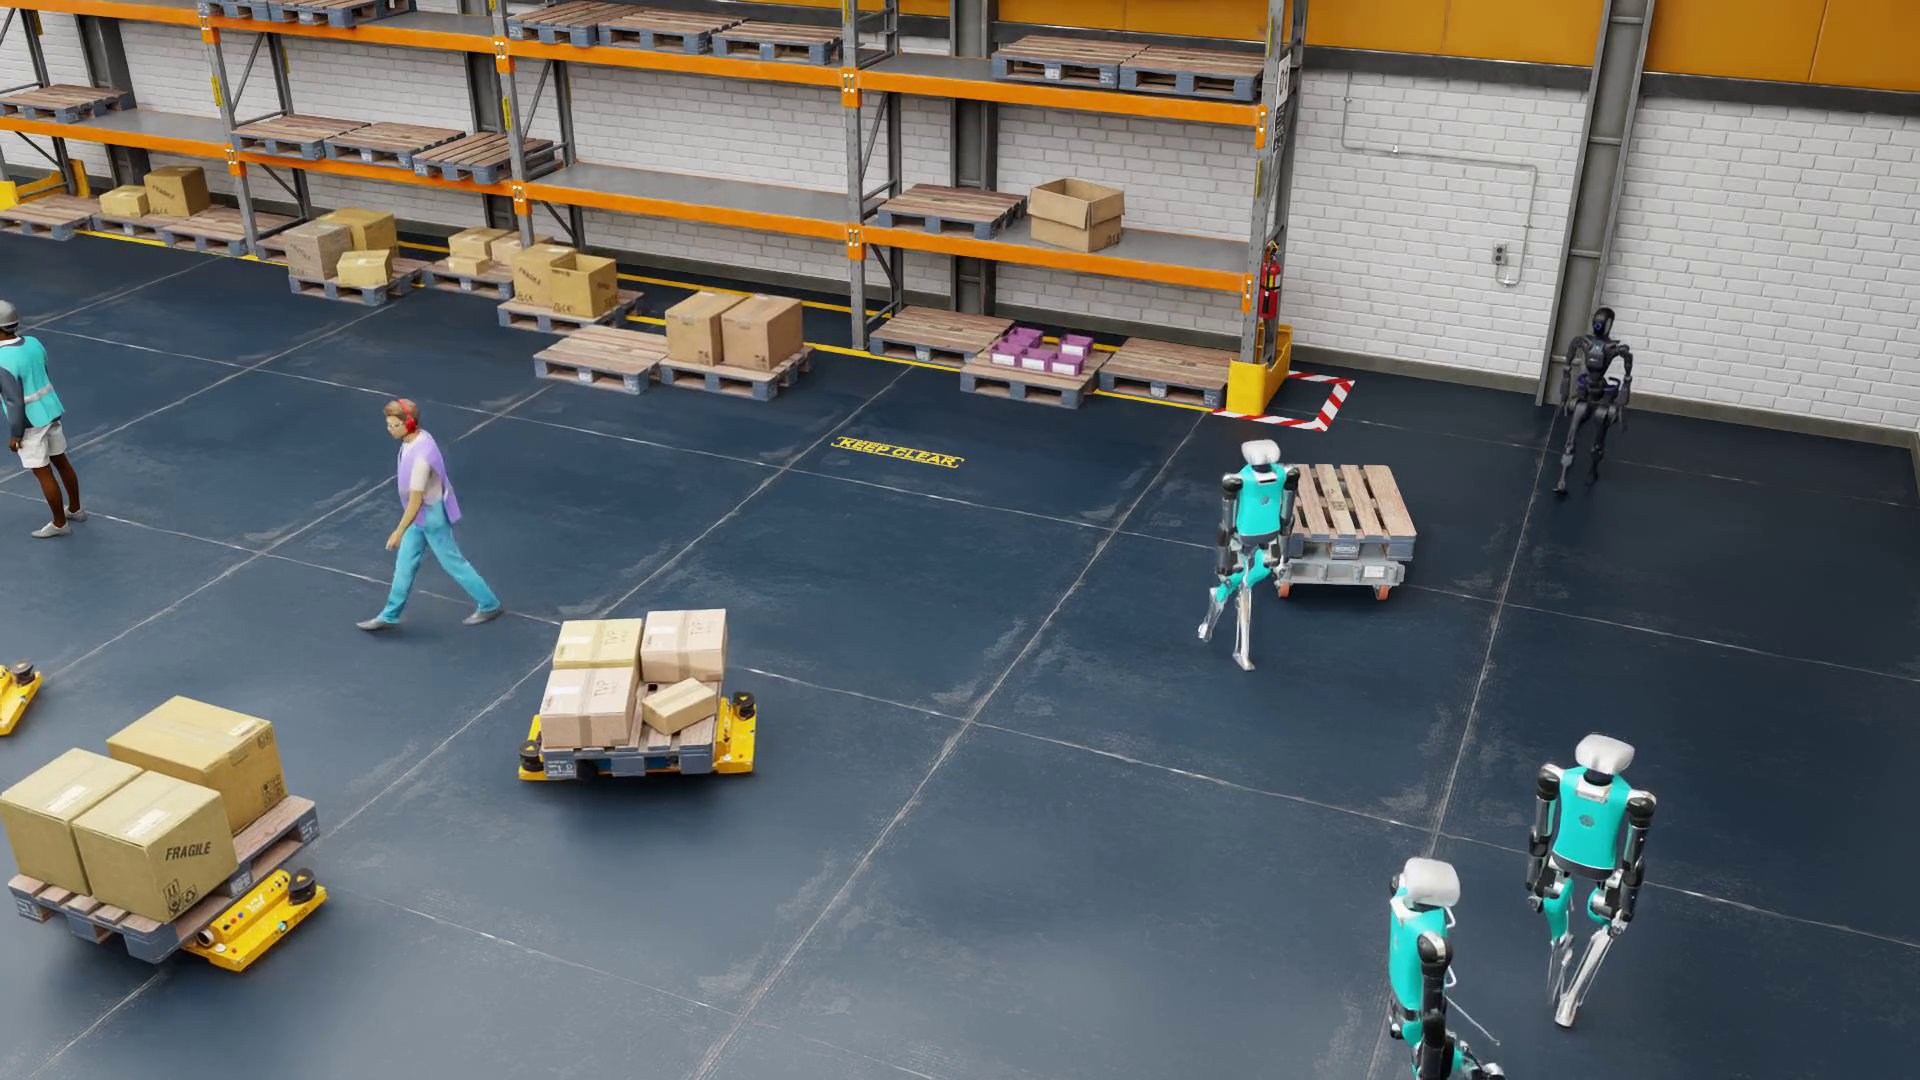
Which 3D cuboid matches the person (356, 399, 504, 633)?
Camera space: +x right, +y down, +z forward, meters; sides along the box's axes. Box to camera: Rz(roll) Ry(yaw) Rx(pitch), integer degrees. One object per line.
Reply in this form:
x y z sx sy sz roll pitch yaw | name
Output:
-3.748 -0.145 11.559 0.997 1.781 0.563 -15 31 -27 | person

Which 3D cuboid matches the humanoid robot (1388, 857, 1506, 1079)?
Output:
2.255 2.141 7.206 0.933 1.788 0.550 -1 27 -3 | humanoid robot

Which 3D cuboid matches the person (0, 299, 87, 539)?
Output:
-7.191 -0.942 12.936 0.419 1.941 0.551 2 27 3 | person

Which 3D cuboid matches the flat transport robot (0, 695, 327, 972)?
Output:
-4.297 1.932 9.186 1.431 0.231 0.659 11 29 21 | flat transport robot

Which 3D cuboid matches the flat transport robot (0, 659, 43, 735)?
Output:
-6.860 1.081 10.836 1.431 0.231 0.659 -4 28 -8 | flat transport robot

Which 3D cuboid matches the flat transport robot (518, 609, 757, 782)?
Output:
-2.020 1.243 10.522 1.431 0.231 0.659 -2 27 -4 | flat transport robot

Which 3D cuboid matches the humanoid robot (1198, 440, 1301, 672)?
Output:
1.873 0.076 11.277 0.550 1.859 0.849 -7 28 -13 | humanoid robot

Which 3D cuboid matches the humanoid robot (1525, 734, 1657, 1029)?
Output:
3.070 1.697 8.166 0.543 1.903 0.724 17 32 29 | humanoid robot

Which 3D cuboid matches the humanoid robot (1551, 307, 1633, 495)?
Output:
5.203 -1.128 13.632 0.587 1.620 0.789 18 32 31 | humanoid robot
